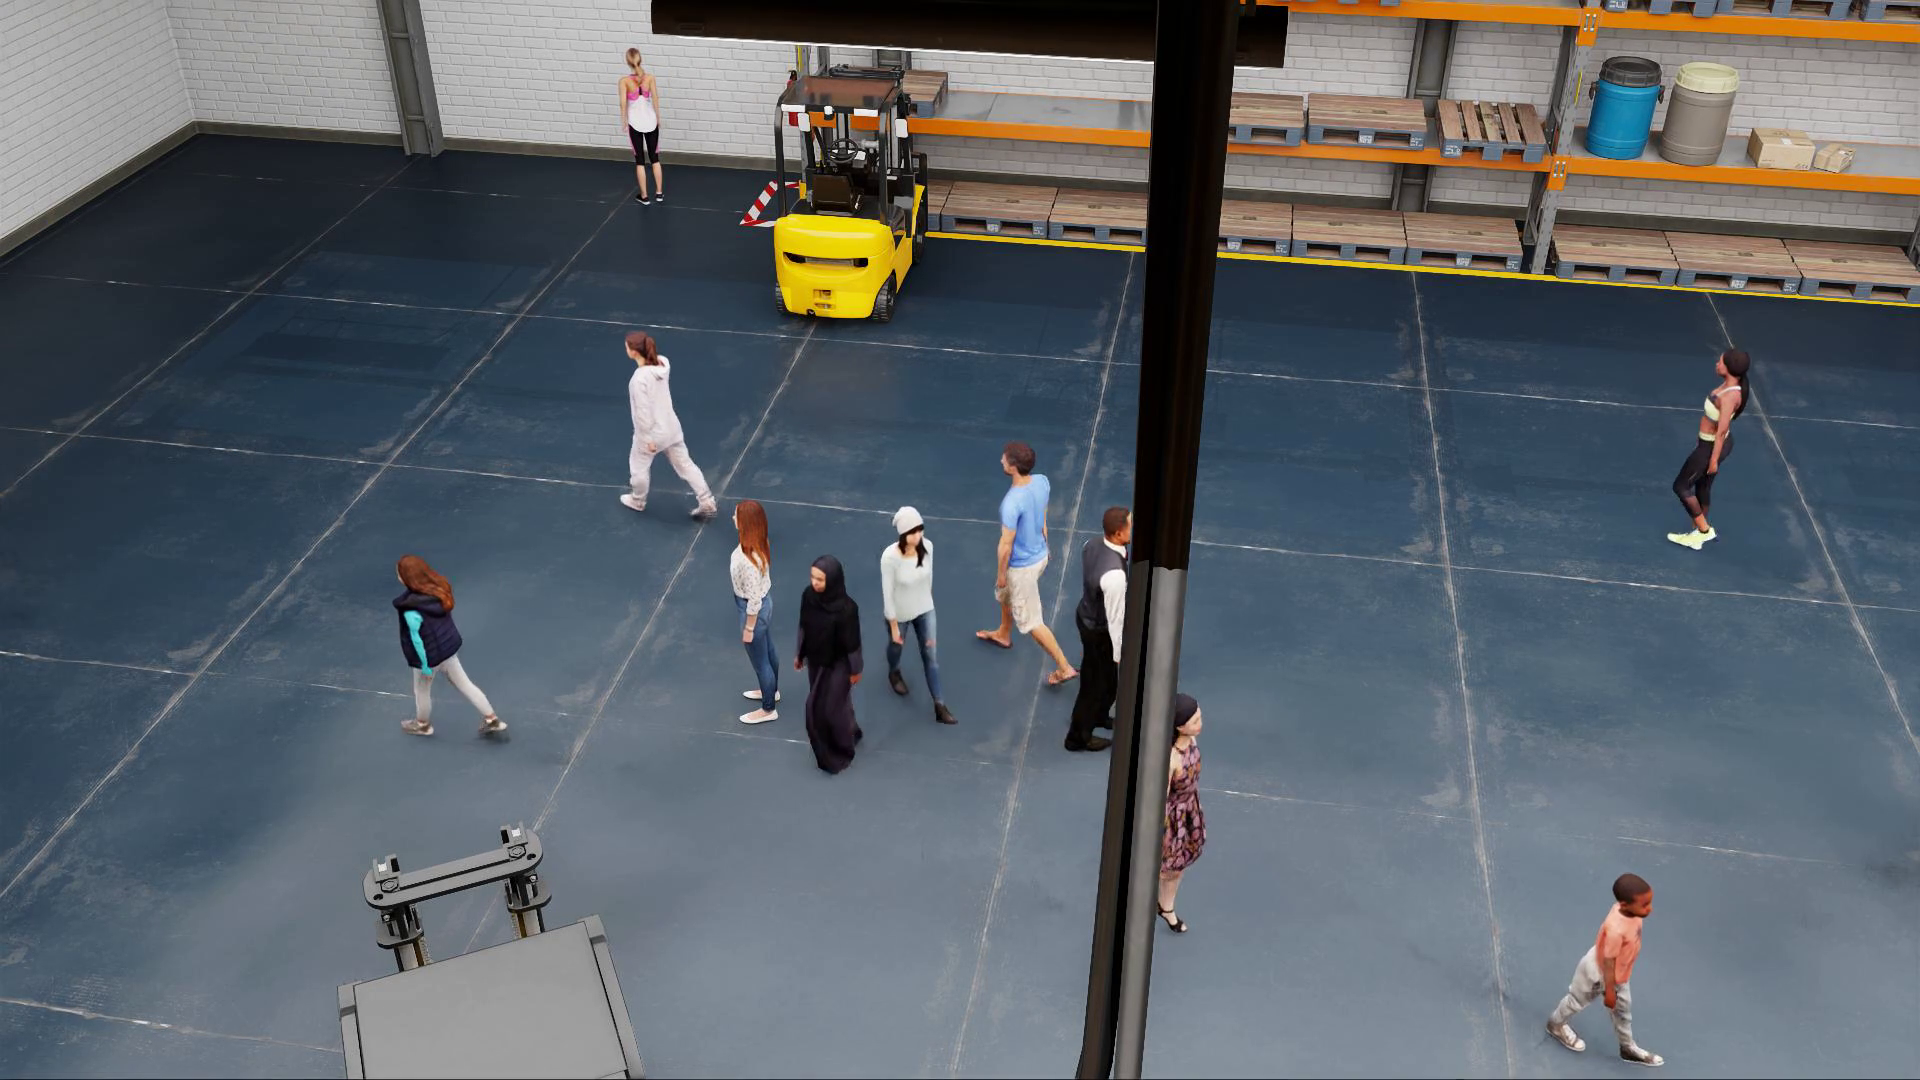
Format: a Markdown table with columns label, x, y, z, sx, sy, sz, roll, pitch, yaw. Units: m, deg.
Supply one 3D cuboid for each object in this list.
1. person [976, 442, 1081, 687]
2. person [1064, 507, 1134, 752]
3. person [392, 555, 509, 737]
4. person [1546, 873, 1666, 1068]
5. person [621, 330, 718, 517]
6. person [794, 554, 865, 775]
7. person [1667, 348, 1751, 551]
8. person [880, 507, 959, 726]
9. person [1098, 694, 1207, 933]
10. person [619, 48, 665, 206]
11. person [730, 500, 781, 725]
| label | x | y | z | sx | sy | sz | roll | pitch | yaw |
| --- | --- | --- | --- | --- | --- | --- | --- | --- | --- |
| person | 0.528 | 0.186 | 11.553 | 1.285 | 1.837 | 0.971 | 20 | 39 | 27 |
| person | 0.839 | 0.607 | 10.863 | 0.857 | 1.900 | 0.837 | -5 | 34 | -8 |
| person | -3.413 | 0.746 | 11.044 | 0.990 | 1.468 | 0.606 | 8 | 34 | 12 |
| person | 3.411 | 2.258 | 8.932 | 0.899 | 1.287 | 0.781 | 29 | 43 | 36 |
| person | -2.342 | -0.877 | 13.331 | 1.175 | 1.640 | 0.871 | 17 | 37 | 23 |
| person | -0.787 | 0.742 | 10.922 | 0.884 | 1.610 | 0.844 | -28 | 43 | -35 |
| person | 5.932 | -0.667 | 12.923 | 0.738 | 1.742 | 0.682 | 20 | 38 | 27 |
| person | -0.401 | 0.454 | 11.360 | 1.064 | 1.603 | 1.048 | -16 | 37 | -22 |
| person | 1.129 | 1.578 | 9.526 | 0.894 | 1.762 | 0.727 | 12 | 35 | 18 |
| person | -3.622 | -4.721 | 18.979 | 0.647 | 1.788 | 0.742 | -15 | 36 | -21 |
| person | -1.373 | 0.471 | 11.222 | 0.552 | 1.729 | 0.609 | 0 | 34 | 1 |
